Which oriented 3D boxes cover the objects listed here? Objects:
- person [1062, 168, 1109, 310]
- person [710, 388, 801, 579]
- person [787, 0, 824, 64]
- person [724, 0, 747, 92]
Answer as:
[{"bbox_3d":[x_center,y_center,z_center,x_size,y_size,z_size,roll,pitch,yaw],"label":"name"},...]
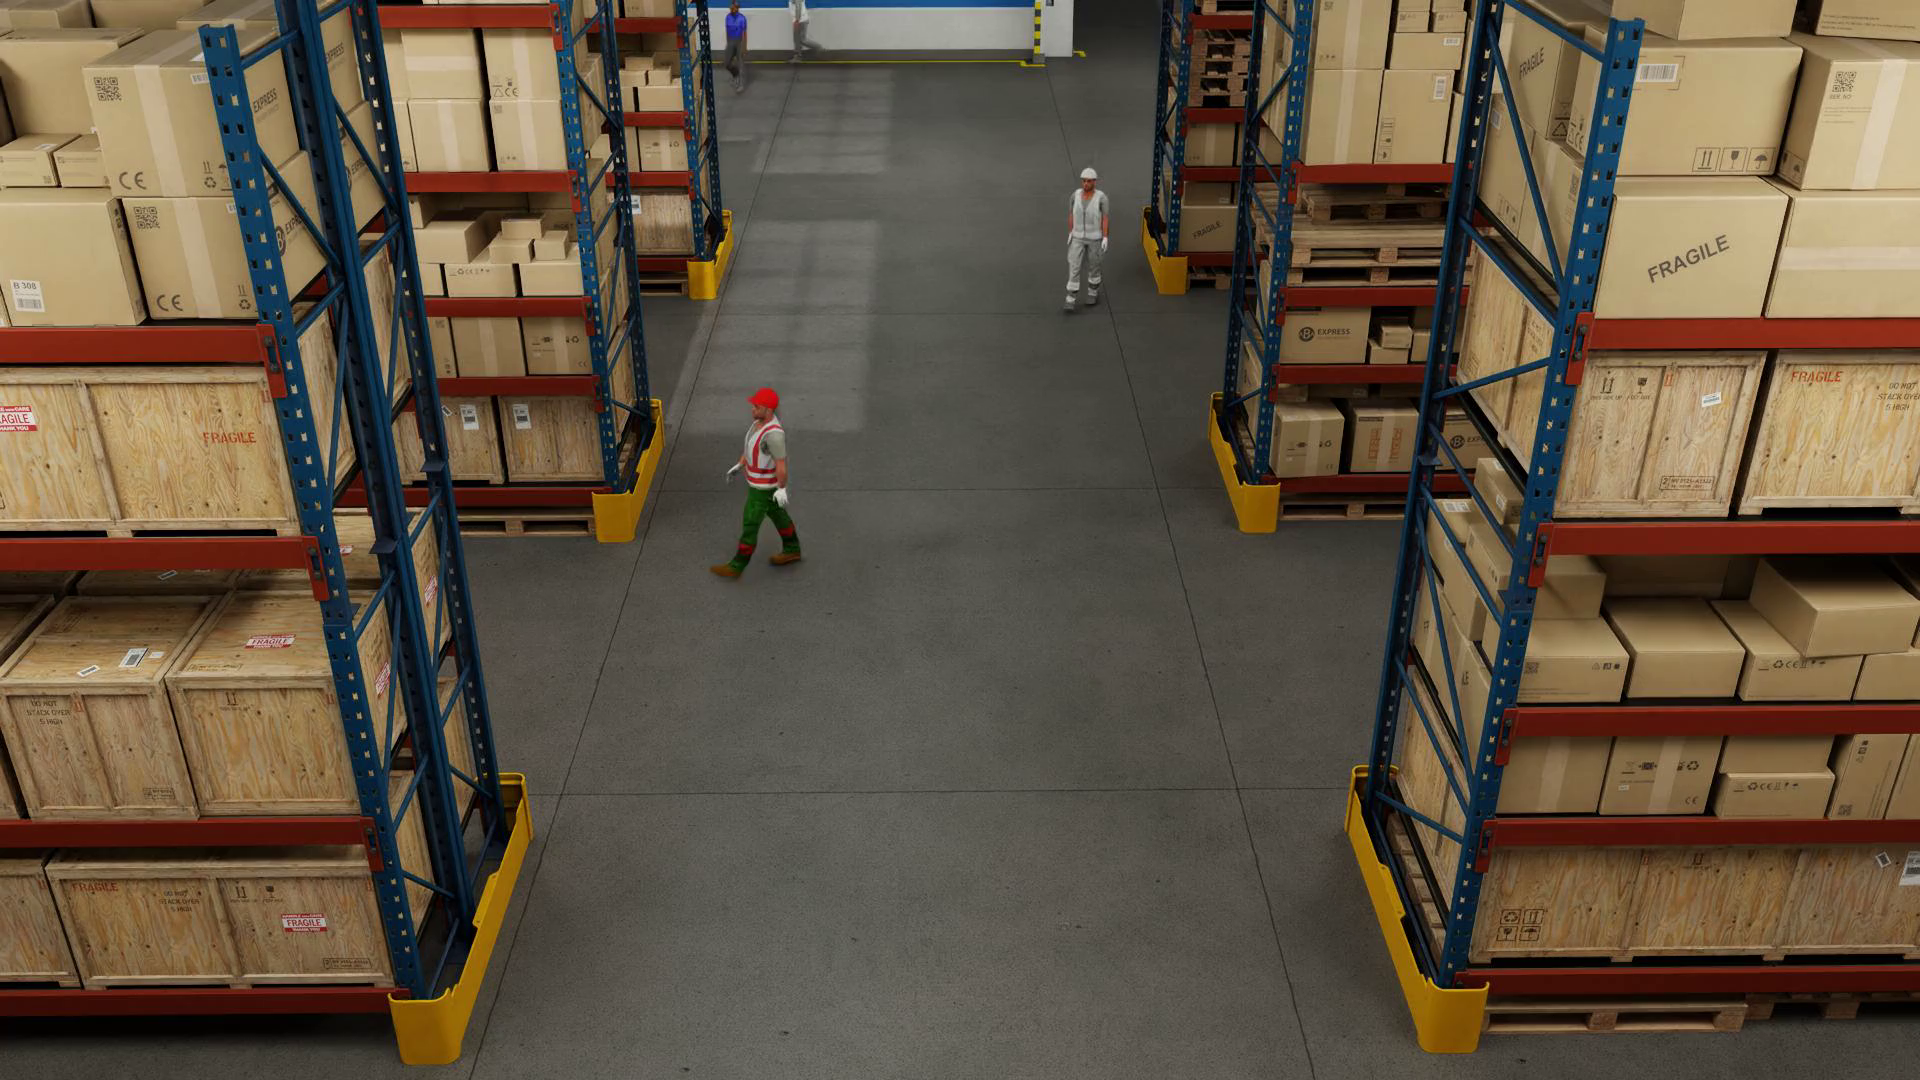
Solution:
[{"bbox_3d":[1.577,-3.749,20.847,0.551,1.776,0.798,8,29,15],"label":"person"},{"bbox_3d":[-1.869,-0.515,14.818,0.877,1.758,0.547,-8,29,-15],"label":"person"},{"bbox_3d":[-3.128,-10.443,33.349,0.763,1.751,0.600,-5,29,-9],"label":"person"},{"bbox_3d":[-4.189,-9.317,31.311,0.461,1.660,0.474,8,29,15],"label":"person"}]
